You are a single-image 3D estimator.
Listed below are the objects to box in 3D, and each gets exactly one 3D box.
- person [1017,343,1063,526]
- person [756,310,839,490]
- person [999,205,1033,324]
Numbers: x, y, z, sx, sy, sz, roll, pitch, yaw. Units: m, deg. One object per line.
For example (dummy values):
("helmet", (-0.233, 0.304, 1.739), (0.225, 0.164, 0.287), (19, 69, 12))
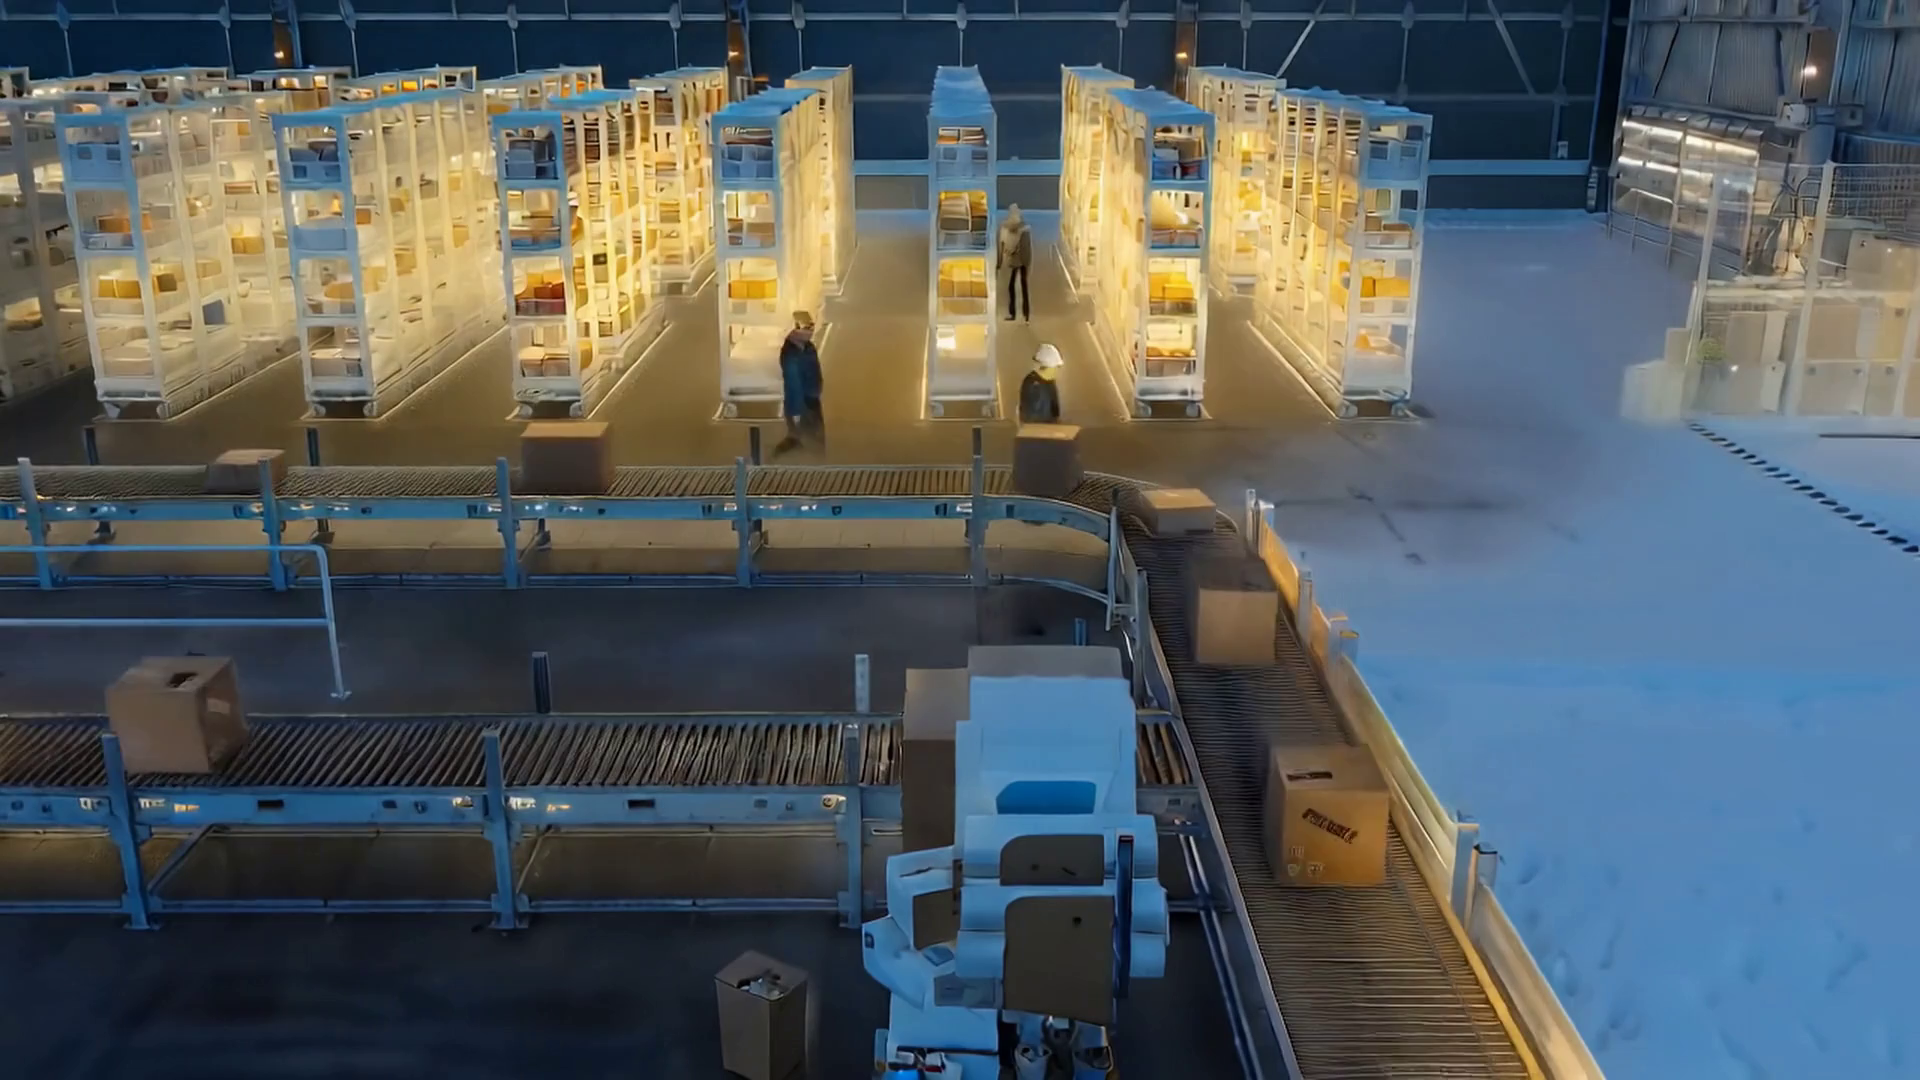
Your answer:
("person", (0.801, -0.983, 15.747), (0.593, 1.803, 0.598), (7, 19, 21))
("person", (-1.672, -1.413, 16.952), (0.820, 1.882, 0.650), (4, 18, 12))
("person", (0.867, -4.309, 25.957), (0.569, 1.831, 0.412), (10, 21, 29))
